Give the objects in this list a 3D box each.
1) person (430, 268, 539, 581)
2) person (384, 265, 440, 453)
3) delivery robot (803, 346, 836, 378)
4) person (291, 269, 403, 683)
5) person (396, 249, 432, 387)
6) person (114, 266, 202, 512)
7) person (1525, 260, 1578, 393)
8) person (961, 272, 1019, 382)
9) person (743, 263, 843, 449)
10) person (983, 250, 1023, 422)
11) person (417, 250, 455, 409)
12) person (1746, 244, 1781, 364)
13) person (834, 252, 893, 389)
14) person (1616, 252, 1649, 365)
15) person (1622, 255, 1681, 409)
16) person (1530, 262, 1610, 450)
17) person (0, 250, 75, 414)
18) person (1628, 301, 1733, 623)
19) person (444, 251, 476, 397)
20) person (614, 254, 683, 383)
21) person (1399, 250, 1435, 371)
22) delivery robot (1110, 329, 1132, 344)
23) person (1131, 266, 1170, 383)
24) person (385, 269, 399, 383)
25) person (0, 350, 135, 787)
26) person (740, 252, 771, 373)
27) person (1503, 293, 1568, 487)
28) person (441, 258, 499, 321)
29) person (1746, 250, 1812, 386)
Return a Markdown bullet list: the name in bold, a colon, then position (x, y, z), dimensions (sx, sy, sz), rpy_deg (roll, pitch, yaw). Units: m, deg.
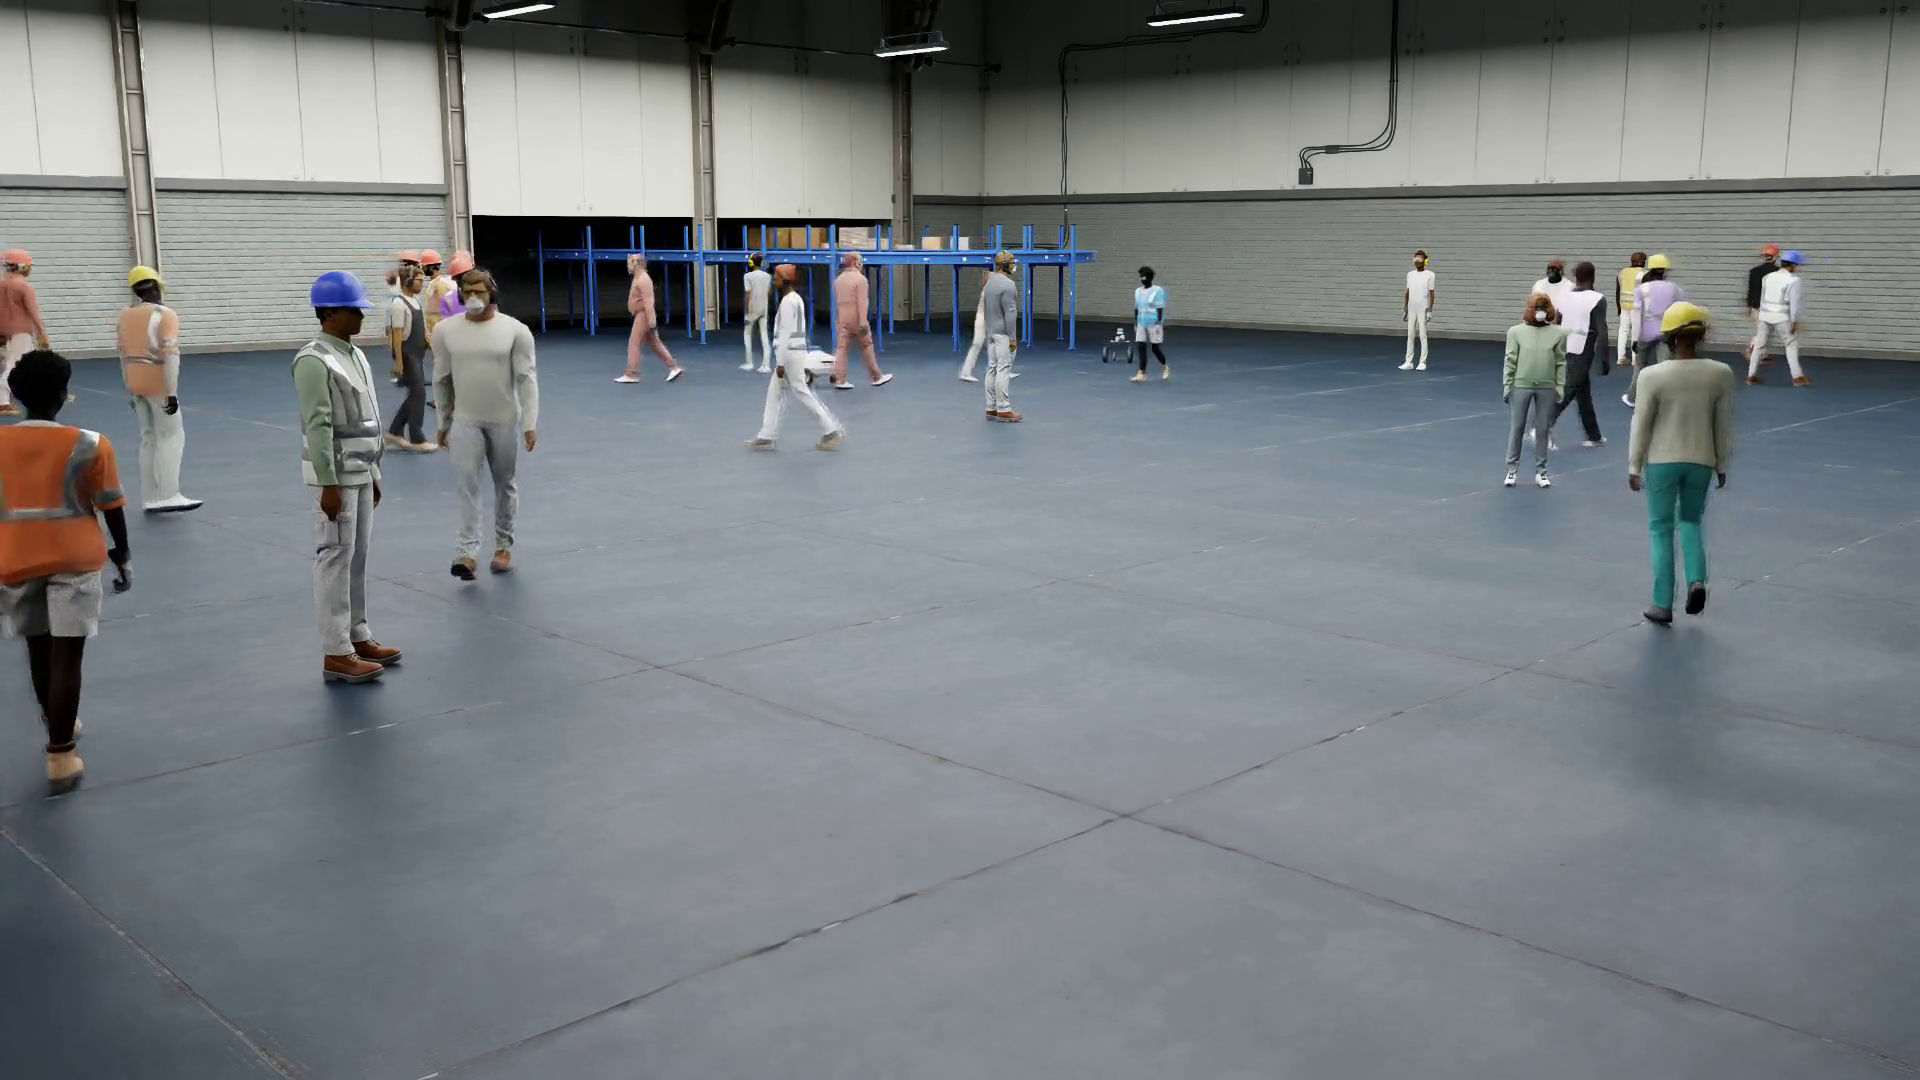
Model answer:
- **person**: position (-2.925, -0.697, 10.207), dimensions (0.656, 1.896, 0.957), rpy_deg (-1, 10, -7)
- **person**: position (-5.419, -1.784, 16.368), dimensions (0.637, 1.817, 0.515), rpy_deg (0, 10, -3)
- **delivery robot**: position (-2.029, -2.503, 23.594), dimensions (0.707, 0.478, 0.477), rpy_deg (-3, 11, -16)
- **person**: position (-2.956, -0.314, 7.994), dimensions (0.386, 1.948, 0.602), rpy_deg (0, 10, -2)
- **person**: position (-7.653, -3.101, 23.285), dimensions (0.629, 1.908, 0.576), rpy_deg (-6, 12, -28)
- **person**: position (-6.201, -1.161, 12.802), dimensions (0.647, 1.878, 0.499), rpy_deg (4, 11, 20)
- **person**: position (7.751, -2.780, 21.886), dimensions (0.974, 1.792, 0.628), rpy_deg (-9, 14, -40)
- **person**: position (0.401, -3.065, 23.956), dimensions (0.831, 1.586, 0.519), rpy_deg (2, 11, 11)
- **person**: position (-1.642, -1.809, 16.458), dimensions (0.977, 1.842, 0.592), rpy_deg (0, 10, -3)
- **person**: position (0.482, -2.342, 19.078), dimensions (0.354, 1.937, 0.635), rpy_deg (-5, 11, -24)
- **person**: position (-6.411, -2.577, 20.368), dimensions (0.368, 1.932, 0.551), rpy_deg (-6, 12, -28)
- **person**: position (13.244, -3.884, 27.411), dimensions (0.830, 1.976, 0.632), rpy_deg (-6, 12, -31)
- **person**: position (-1.373, -3.033, 23.022), dimensions (0.932, 1.863, 0.674), rpy_deg (-10, 15, -44)
- **person**: position (11.040, -3.787, 27.220), dimensions (0.429, 1.841, 0.634), rpy_deg (-6, 12, -29)
- **person**: position (8.321, -2.475, 19.973), dimensions (0.608, 1.873, 1.018), rpy_deg (0, 10, -2)
- **person**: position (6.162, -1.847, 16.660), dimensions (1.004, 1.859, 0.662), rpy_deg (-4, 11, -21)
- **person**: position (-11.211, -2.497, 19.930), dimensions (0.657, 1.934, 1.056), rpy_deg (7, 13, 34)
- **person**: position (3.916, -0.422, 9.096), dimensions (0.540, 1.750, 0.368), rpy_deg (0, 10, 0)
- **person**: position (-6.635, -2.877, 22.102), dimensions (0.557, 1.902, 0.566), rpy_deg (5, 11, 24)
- **person**: position (-4.503, -3.205, 24.052), dimensions (0.941, 1.855, 0.675), rpy_deg (-1, 10, -7)
- **person**: position (7.209, -3.616, 26.199), dimensions (0.513, 1.877, 0.328), rpy_deg (10, 14, 43)
- **delivery robot**: position (2.694, -3.440, 27.994), dimensions (0.335, 0.223, 0.698), rpy_deg (3, 11, 14)
- **person**: position (2.728, -3.109, 23.952), dimensions (0.542, 1.675, 0.553), rpy_deg (10, 14, 44)
- **person**: position (-8.117, -3.077, 23.954), dimensions (0.363, 1.626, 0.520), rpy_deg (0, 10, -3)
- **person**: position (-3.548, 0.085, 6.571), dimensions (0.549, 1.656, 0.792), rpy_deg (-2, 11, -12)
- **person**: position (-3.202, -3.536, 25.854), dimensions (0.564, 1.840, 0.784), rpy_deg (-8, 13, -38)
- **person**: position (4.858, -1.272, 14.076), dimensions (0.509, 1.631, 0.271), rpy_deg (2, 11, 11)
- **person**: position (-4.977, -1.944, 17.094), dimensions (0.592, 1.857, 0.993), rpy_deg (1, 10, 3)
- **person**: position (11.626, -3.134, 23.509), dimensions (0.516, 1.910, 0.749), rpy_deg (-5, 12, -26)
